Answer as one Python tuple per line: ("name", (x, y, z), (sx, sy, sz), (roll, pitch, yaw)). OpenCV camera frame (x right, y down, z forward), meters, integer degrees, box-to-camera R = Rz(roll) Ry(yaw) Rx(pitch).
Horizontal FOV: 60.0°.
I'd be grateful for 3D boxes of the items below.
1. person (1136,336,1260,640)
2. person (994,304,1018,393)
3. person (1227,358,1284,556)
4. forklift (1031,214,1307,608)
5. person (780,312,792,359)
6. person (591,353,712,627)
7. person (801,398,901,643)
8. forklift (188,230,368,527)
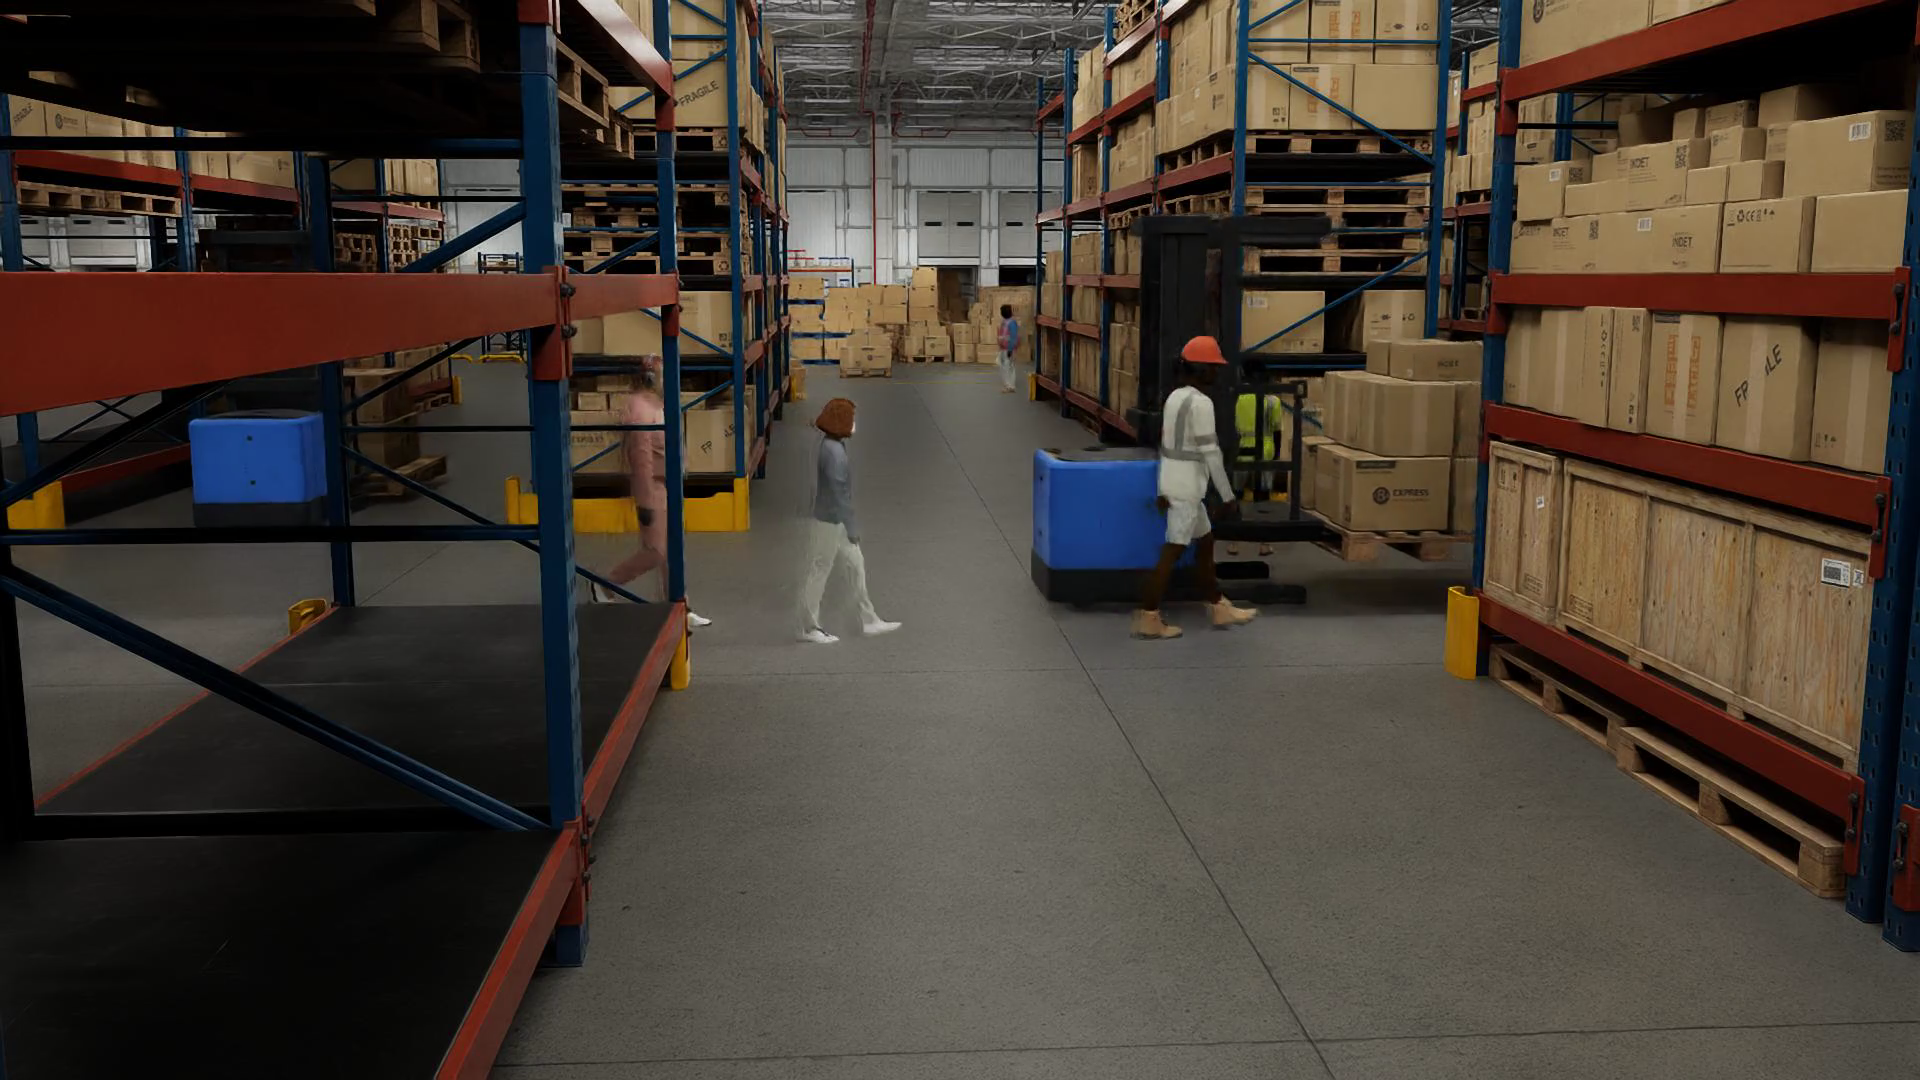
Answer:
("person", (1.609, -0.332, 10.965), (0.983, 2.001, 0.625), (-1, 9, -6))
("person", (0.955, -3.908, 33.988), (0.469, 1.819, 0.640), (-3, 10, -18))
("person", (2.494, -0.705, 14.252), (0.541, 1.700, 0.316), (2, 9, 13))
("forklift", (1.515, -0.972, 12.231), (1.873, 2.768, 1.129), (-1, 9, -5))
("person", (-3.738, -4.058, 35.532), (0.380, 1.626, 0.522), (3, 9, 16))
("person", (-2.103, -0.324, 11.267), (0.722, 1.886, 0.657), (1, 9, 5))
("person", (-0.706, -0.115, 10.825), (0.756, 1.600, 0.534), (-1, 9, -3))
("forklift", (-6.608, -1.574, 16.012), (1.129, 2.768, 1.873), (-1, 9, -4))
